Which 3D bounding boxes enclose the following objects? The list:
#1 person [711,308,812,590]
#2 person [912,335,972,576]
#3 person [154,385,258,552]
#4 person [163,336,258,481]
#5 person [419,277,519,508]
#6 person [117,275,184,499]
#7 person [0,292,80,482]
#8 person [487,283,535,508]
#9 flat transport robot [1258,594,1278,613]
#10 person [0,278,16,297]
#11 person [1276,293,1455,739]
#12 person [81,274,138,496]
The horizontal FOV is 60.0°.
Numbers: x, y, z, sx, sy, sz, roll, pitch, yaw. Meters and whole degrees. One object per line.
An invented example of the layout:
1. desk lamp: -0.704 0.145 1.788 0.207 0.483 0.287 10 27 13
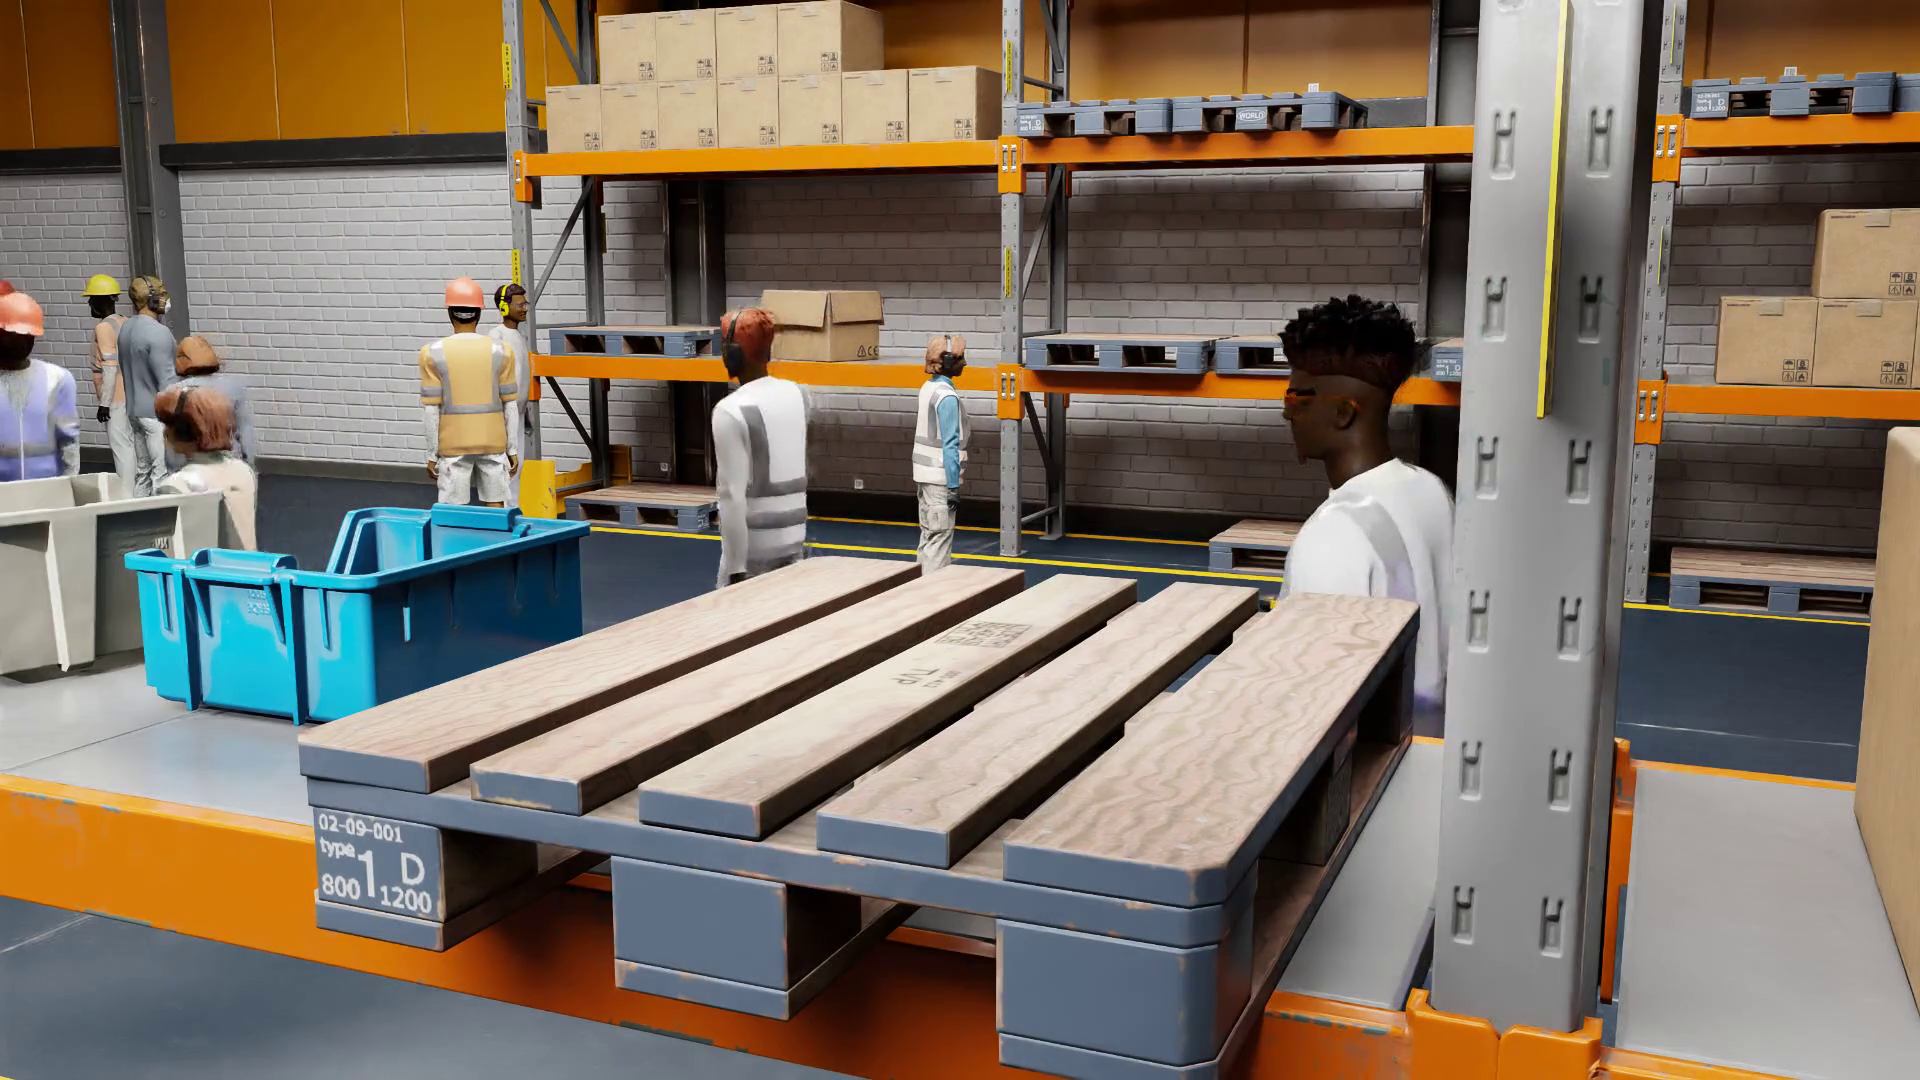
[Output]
1. person: -0.718 0.016 6.551 0.843 1.860 0.590 6 11 32
2. person: -0.103 -0.318 9.212 0.315 1.629 0.509 -3 10 -15
3. person: -2.455 0.290 5.585 0.475 1.624 0.519 1 10 8
4. person: -4.579 -0.457 10.183 0.906 1.575 0.506 7 12 35
5. person: -2.835 -0.546 9.652 0.545 1.939 0.354 -4 10 -23
6. person: -5.423 -0.812 11.242 0.631 1.940 0.372 8 12 40
7. person: -4.596 -0.254 8.097 0.548 1.892 0.928 -8 12 -40
8. person: -3.239 -0.918 12.082 0.329 1.874 0.518 1 10 6
9. flat transport robot: 2.288 0.444 8.700 0.652 0.197 1.431 -9 13 -43
10. person: -9.171 -1.592 16.113 0.701 1.873 0.635 0 9 1
11. person: 0.770 0.501 3.304 0.381 1.965 0.652 6 11 32
12. person: -6.829 -1.170 13.419 0.362 1.928 0.587 -2 10 -13
